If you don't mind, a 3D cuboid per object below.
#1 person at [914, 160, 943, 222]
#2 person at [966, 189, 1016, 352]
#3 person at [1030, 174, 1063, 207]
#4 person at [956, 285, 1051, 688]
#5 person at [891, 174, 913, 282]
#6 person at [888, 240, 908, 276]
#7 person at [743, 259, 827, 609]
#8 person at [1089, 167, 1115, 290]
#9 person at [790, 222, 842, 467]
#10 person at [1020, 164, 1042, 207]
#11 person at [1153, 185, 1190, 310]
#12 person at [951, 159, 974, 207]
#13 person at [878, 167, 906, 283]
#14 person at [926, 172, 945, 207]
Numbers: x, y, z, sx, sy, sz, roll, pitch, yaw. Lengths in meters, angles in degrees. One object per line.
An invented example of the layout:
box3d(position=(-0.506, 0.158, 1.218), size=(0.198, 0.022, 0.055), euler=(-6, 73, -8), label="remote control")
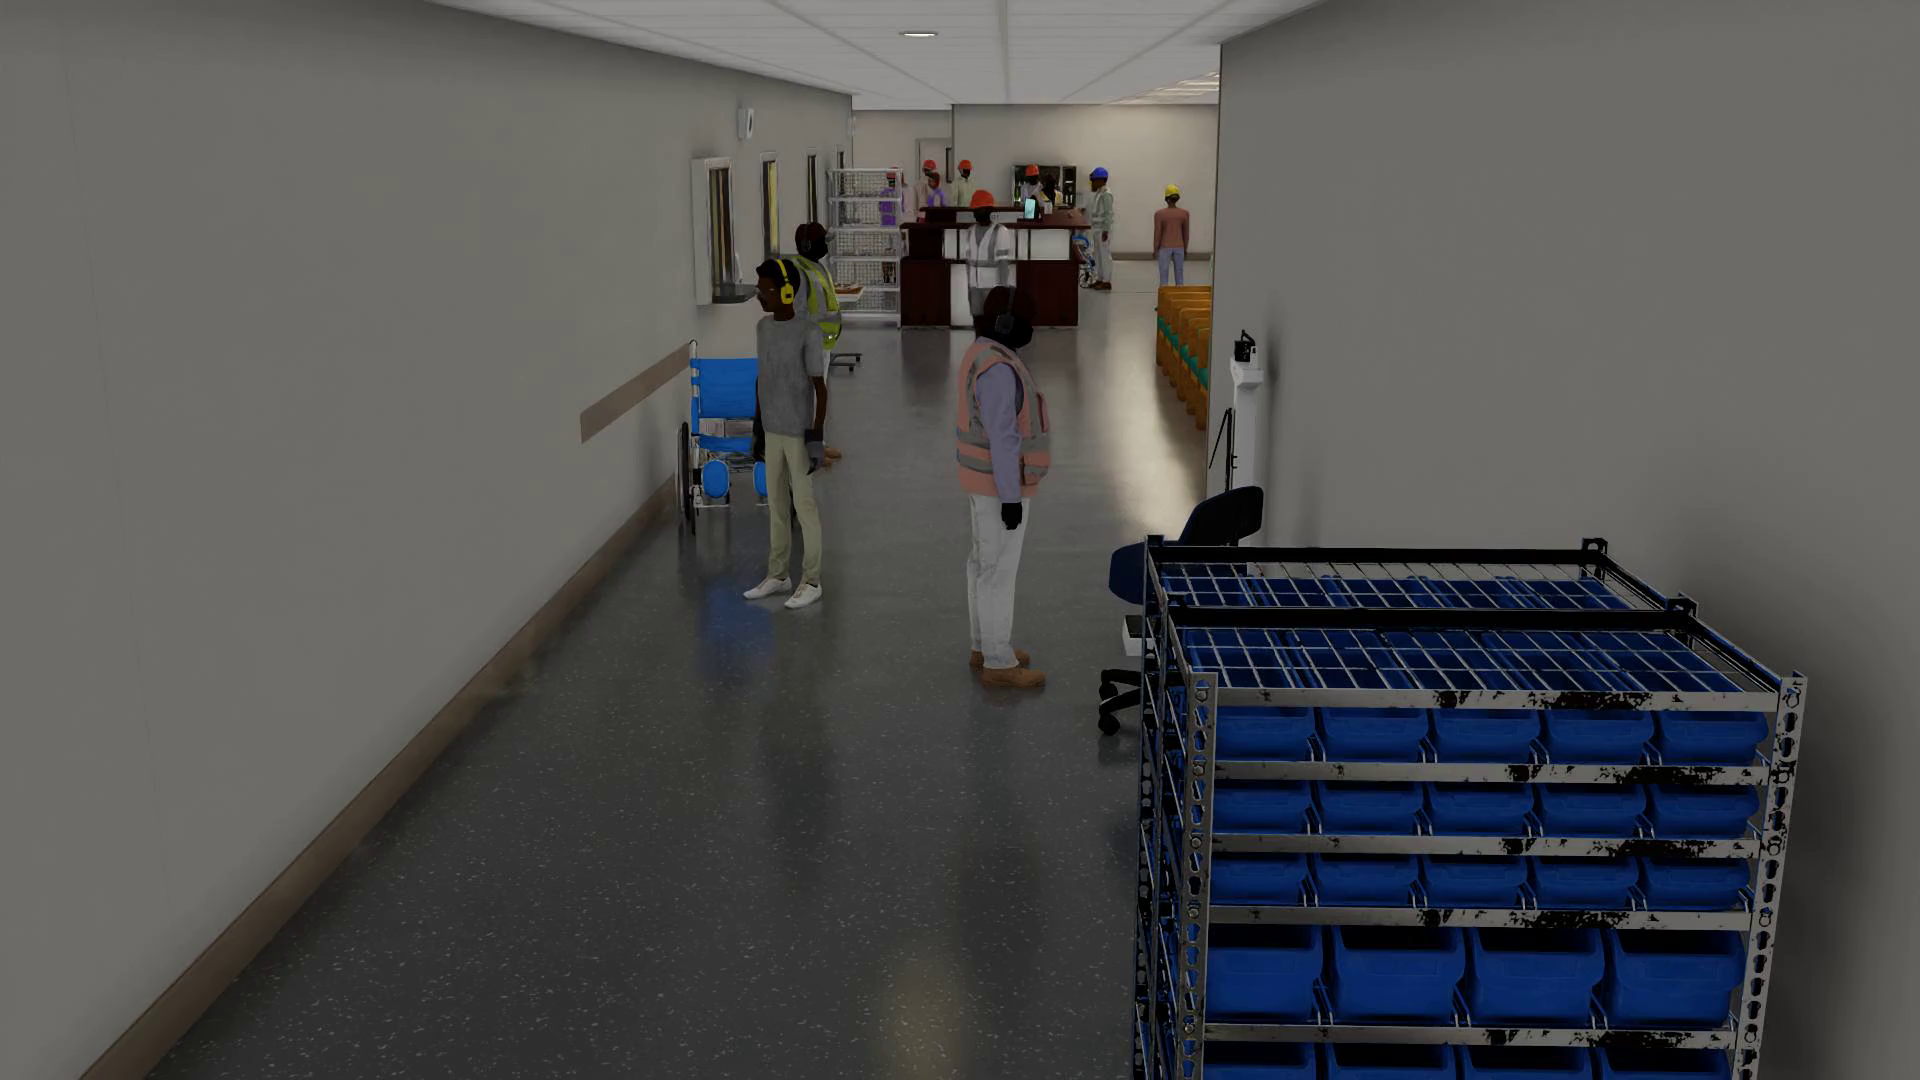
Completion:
box3d(position=(-0.555, -5.927, 30.377), size=(0.609, 1.995, 0.376), euler=(7, 15, 26), label="person")
box3d(position=(0.294, -2.650, 17.218), size=(0.551, 1.926, 0.531), euler=(12, 18, 39), label="person")
box3d(position=(1.421, -4.986, 26.900), size=(0.627, 1.835, 0.429), euler=(-8, 16, -28), label="person")
box3d(position=(0.201, -0.246, 7.654), size=(0.429, 1.838, 0.621), euler=(-2, 14, -8), label="person")
box3d(position=(-1.056, -5.221, 27.775), size=(0.511, 1.875, 0.689), euler=(6, 15, 22), label="person")
box3d(position=(-1.135, -5.584, 29.315), size=(0.504, 1.837, 0.345), euler=(-4, 14, -16), label="person")
box3d(position=(-0.926, -0.560, 8.871), size=(0.521, 1.864, 0.334), euler=(12, 18, 40), label="person")
box3d(position=(2.270, -4.992, 26.677), size=(0.406, 1.947, 0.607), euler=(-2, 14, -9), label="person")
box3d(position=(-1.116, -1.494, 12.703), size=(0.429, 1.844, 0.627), euler=(2, 14, 10), label="person")
box3d(position=(1.293, -5.720, 29.681), size=(0.549, 1.928, 0.389), euler=(9, 17, 33), label="person")
box3d(position=(2.976, -4.116, 23.495), size=(0.527, 1.772, 0.306), euler=(-3, 14, -11), label="person")
box3d(position=(0.077, -6.140, 31.275), size=(0.421, 1.987, 0.622), euler=(11, 18, 38), label="person")
box3d(position=(-1.071, -5.059, 26.973), size=(0.548, 1.938, 0.358), euler=(12, 19, 41), label="person")
box3d(position=(-0.488, -5.360, 28.434), size=(0.513, 1.817, 0.594), euler=(-2, 14, -9), label="person")
